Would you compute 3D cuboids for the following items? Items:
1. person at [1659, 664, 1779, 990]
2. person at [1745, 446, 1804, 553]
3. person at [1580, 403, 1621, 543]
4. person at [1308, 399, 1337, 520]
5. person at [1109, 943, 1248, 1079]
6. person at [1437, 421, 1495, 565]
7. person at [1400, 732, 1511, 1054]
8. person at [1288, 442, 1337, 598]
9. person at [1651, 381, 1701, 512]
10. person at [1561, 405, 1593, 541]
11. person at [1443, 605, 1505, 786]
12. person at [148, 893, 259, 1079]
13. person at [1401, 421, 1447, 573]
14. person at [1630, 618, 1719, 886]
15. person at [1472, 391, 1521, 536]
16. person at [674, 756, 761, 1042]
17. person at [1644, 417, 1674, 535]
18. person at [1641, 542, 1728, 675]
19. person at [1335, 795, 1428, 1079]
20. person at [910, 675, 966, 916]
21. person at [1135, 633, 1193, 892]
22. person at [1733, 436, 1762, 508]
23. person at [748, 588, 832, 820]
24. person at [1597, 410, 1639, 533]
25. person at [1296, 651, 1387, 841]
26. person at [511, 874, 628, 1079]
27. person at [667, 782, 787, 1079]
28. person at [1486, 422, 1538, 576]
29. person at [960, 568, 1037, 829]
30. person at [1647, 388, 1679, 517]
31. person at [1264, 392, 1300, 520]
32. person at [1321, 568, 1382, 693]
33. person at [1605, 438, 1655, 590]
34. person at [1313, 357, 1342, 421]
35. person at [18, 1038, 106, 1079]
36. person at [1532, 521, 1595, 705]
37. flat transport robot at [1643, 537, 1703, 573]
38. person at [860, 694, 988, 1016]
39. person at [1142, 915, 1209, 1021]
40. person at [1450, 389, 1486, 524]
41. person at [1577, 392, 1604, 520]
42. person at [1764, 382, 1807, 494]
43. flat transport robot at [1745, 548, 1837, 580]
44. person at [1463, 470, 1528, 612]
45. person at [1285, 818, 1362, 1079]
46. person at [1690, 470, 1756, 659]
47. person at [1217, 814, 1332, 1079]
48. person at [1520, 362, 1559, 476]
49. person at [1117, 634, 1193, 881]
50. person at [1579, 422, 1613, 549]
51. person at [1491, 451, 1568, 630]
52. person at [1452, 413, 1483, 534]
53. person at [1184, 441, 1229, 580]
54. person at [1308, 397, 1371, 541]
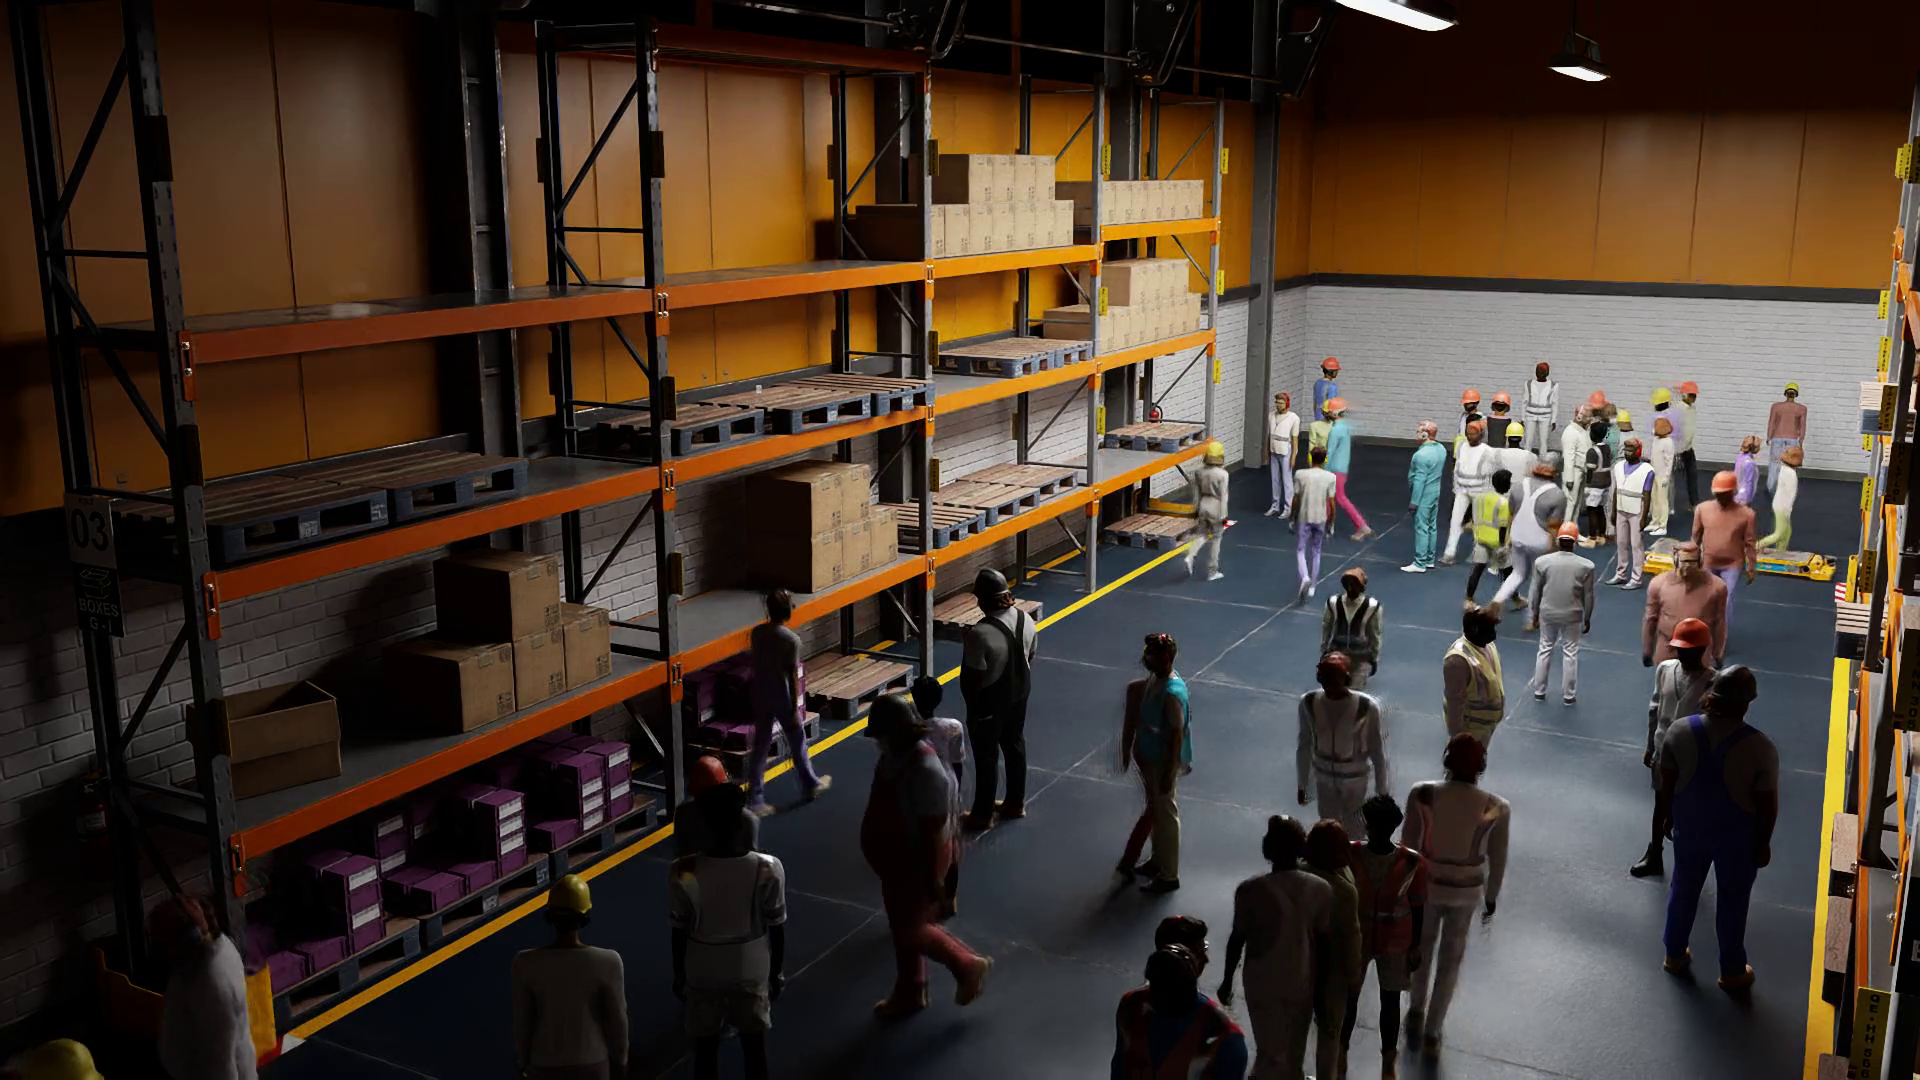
[{"bbox_3d":[4.714,1.743,10.306,0.689,2.000,0.538,12,17,43],"label":"person"},{"bbox_3d":[10.219,-0.390,20.824,0.639,1.619,0.512,4,13,16],"label":"person"},{"bbox_3d":[8.660,-0.946,22.675,0.630,1.911,0.893,-8,15,-33],"label":"person"},{"bbox_3d":[5.259,-1.151,23.901,0.527,1.761,0.340,-1,13,-5],"label":"person"},{"bbox_3d":[0.897,2.570,7.090,0.621,1.835,0.431,9,16,36],"label":"person"},{"bbox_3d":[6.433,-0.577,21.093,0.857,1.854,0.599,-11,17,-41],"label":"person"},{"bbox_3d":[2.811,2.003,9.549,0.602,1.855,0.600,5,14,22],"label":"person"},{"bbox_3d":[4.123,-0.212,19.485,0.544,1.855,0.616,2,13,8],"label":"person"},{"bbox_3d":[10.610,-1.403,24.617,0.643,1.951,1.018,-8,15,-33],"label":"person"},{"bbox_3d":[8.309,-0.883,22.400,0.399,1.897,0.652,10,16,37],"label":"person"},{"bbox_3d":[3.815,1.381,12.375,0.429,1.843,0.631,10,16,37],"label":"person"},{"bbox_3d":[-3.346,2.446,7.602,0.937,1.858,0.669,-6,14,-24],"label":"person"},{"bbox_3d":[5.803,-0.544,20.839,0.410,1.913,0.642,10,16,38],"label":"person"},{"bbox_3d":[5.069,1.486,11.688,0.360,1.939,0.543,-10,16,-38],"label":"person"},{"bbox_3d":[7.306,-1.013,22.686,0.611,2.029,0.409,4,13,16],"label":"person"},{"bbox_3d":[-1.410,2.058,9.584,0.602,1.732,0.391,4,13,19],"label":"person"},{"bbox_3d":[9.659,-0.883,22.982,0.280,1.631,0.504,0,13,-1],"label":"person"},{"bbox_3d":[6.182,0.939,14.229,0.681,1.888,0.440,5,14,21],"label":"person"},{"bbox_3d":[2.261,2.190,9.077,0.540,1.697,0.317,4,13,16],"label":"person"},{"bbox_3d":[-0.214,1.730,11.137,0.529,1.697,0.321,-6,14,-24],"label":"person"},{"bbox_3d":[1.425,1.541,11.647,0.378,1.844,0.569,-1,13,-6],"label":"person"},{"bbox_3d":[10.107,-0.540,21.461,0.313,1.629,0.526,2,13,11],"label":"person"},{"bbox_3d":[-1.376,1.250,13.031,0.538,1.799,0.926,8,15,32],"label":"person"},{"bbox_3d":[9.070,-0.920,22.918,0.484,1.737,0.321,-3,13,-12],"label":"person"},{"bbox_3d":[2.555,1.635,11.184,0.621,1.863,0.457,9,15,34],"label":"person"},{"bbox_3d":[-1.835,2.431,7.877,0.533,1.754,0.340,-2,13,-7],"label":"person"},{"bbox_3d":[-1.182,2.186,8.526,0.599,1.958,0.380,-2,13,-10],"label":"person"},{"bbox_3d":[6.824,-0.500,20.625,0.586,1.920,0.397,3,13,13],"label":"person"},{"bbox_3d":[0.244,1.192,12.774,0.679,2.000,0.535,-12,17,-43],"label":"person"},{"bbox_3d":[10.249,-1.273,24.201,0.631,1.889,0.379,-10,16,-38],"label":"person"},{"bbox_3d":[4.670,-1.226,24.060,0.387,1.837,0.563,-8,15,-33],"label":"person"},{"bbox_3d":[3.418,1.014,14.526,0.519,1.619,0.585,6,14,26],"label":"person"},{"bbox_3d":[8.081,-0.317,20.002,0.388,1.837,0.560,-6,14,-25],"label":"person"},{"bbox_3d":[5.891,-1.909,26.652,0.379,2.041,0.616,-4,13,-17],"label":"person"},{"bbox_3d":[-3.386,2.744,6.335,0.405,1.822,0.615,6,14,27],"label":"person"},{"bbox_3d":[5.687,0.684,15.710,0.565,1.745,0.348,7,14,29],"label":"person"},{"bbox_3d":[9.132,0.207,21.178,0.652,0.197,1.431,8,15,32],"label":"flat transport robot"},{"bbox_3d":[-0.270,1.848,9.837,0.654,2.000,0.727,-5,14,-22],"label":"person"},{"bbox_3d":[0.908,2.509,7.312,0.389,1.848,0.563,4,13,18],"label":"person"},{"bbox_3d":[7.263,-1.198,23.723,0.387,1.930,0.544,-5,14,-21],"label":"person"},{"bbox_3d":[9.063,-1.213,23.913,0.564,1.870,0.857,11,17,40],"label":"person"},{"bbox_3d":[12.815,-1.576,25.818,0.534,1.756,0.342,5,13,20],"label":"person"},{"bbox_3d":[10.194,0.264,20.925,1.431,0.197,0.652,8,15,32],"label":"flat transport robot"},{"bbox_3d":[6.138,0.014,18.899,0.852,1.648,0.549,-3,13,-14],"label":"person"},{"bbox_3d":[1.943,2.264,8.887,0.284,1.636,0.500,-8,15,-33],"label":"person"},{"bbox_3d":[7.933,0.217,17.297,0.651,1.967,0.689,10,16,38],"label":"person"},{"bbox_3d":[1.631,2.274,8.478,0.518,1.811,0.956,-4,13,-18],"label":"person"},{"bbox_3d":[9.517,-1.989,27.367,0.573,1.885,0.356,6,14,25],"label":"person"},{"bbox_3d":[1.357,1.540,11.905,0.514,1.732,0.850,11,17,42],"label":"person"},{"bbox_3d":[8.501,-0.731,22.183,0.537,1.683,0.337,-11,17,-41],"label":"person"},{"bbox_3d":[6.219,0.009,18.070,0.755,2.000,0.727,-8,15,-33],"label":"person"},{"bbox_3d":[7.045,-0.922,23.031,0.532,1.694,0.319,-6,14,-25],"label":"person"},{"bbox_3d":[3.035,-0.344,20.350,0.503,1.732,0.486,-12,17,-43],"label":"person"},{"bbox_3d":[5.169,-0.969,22.650,0.975,1.959,0.618,5,14,22],"label":"person"}]
